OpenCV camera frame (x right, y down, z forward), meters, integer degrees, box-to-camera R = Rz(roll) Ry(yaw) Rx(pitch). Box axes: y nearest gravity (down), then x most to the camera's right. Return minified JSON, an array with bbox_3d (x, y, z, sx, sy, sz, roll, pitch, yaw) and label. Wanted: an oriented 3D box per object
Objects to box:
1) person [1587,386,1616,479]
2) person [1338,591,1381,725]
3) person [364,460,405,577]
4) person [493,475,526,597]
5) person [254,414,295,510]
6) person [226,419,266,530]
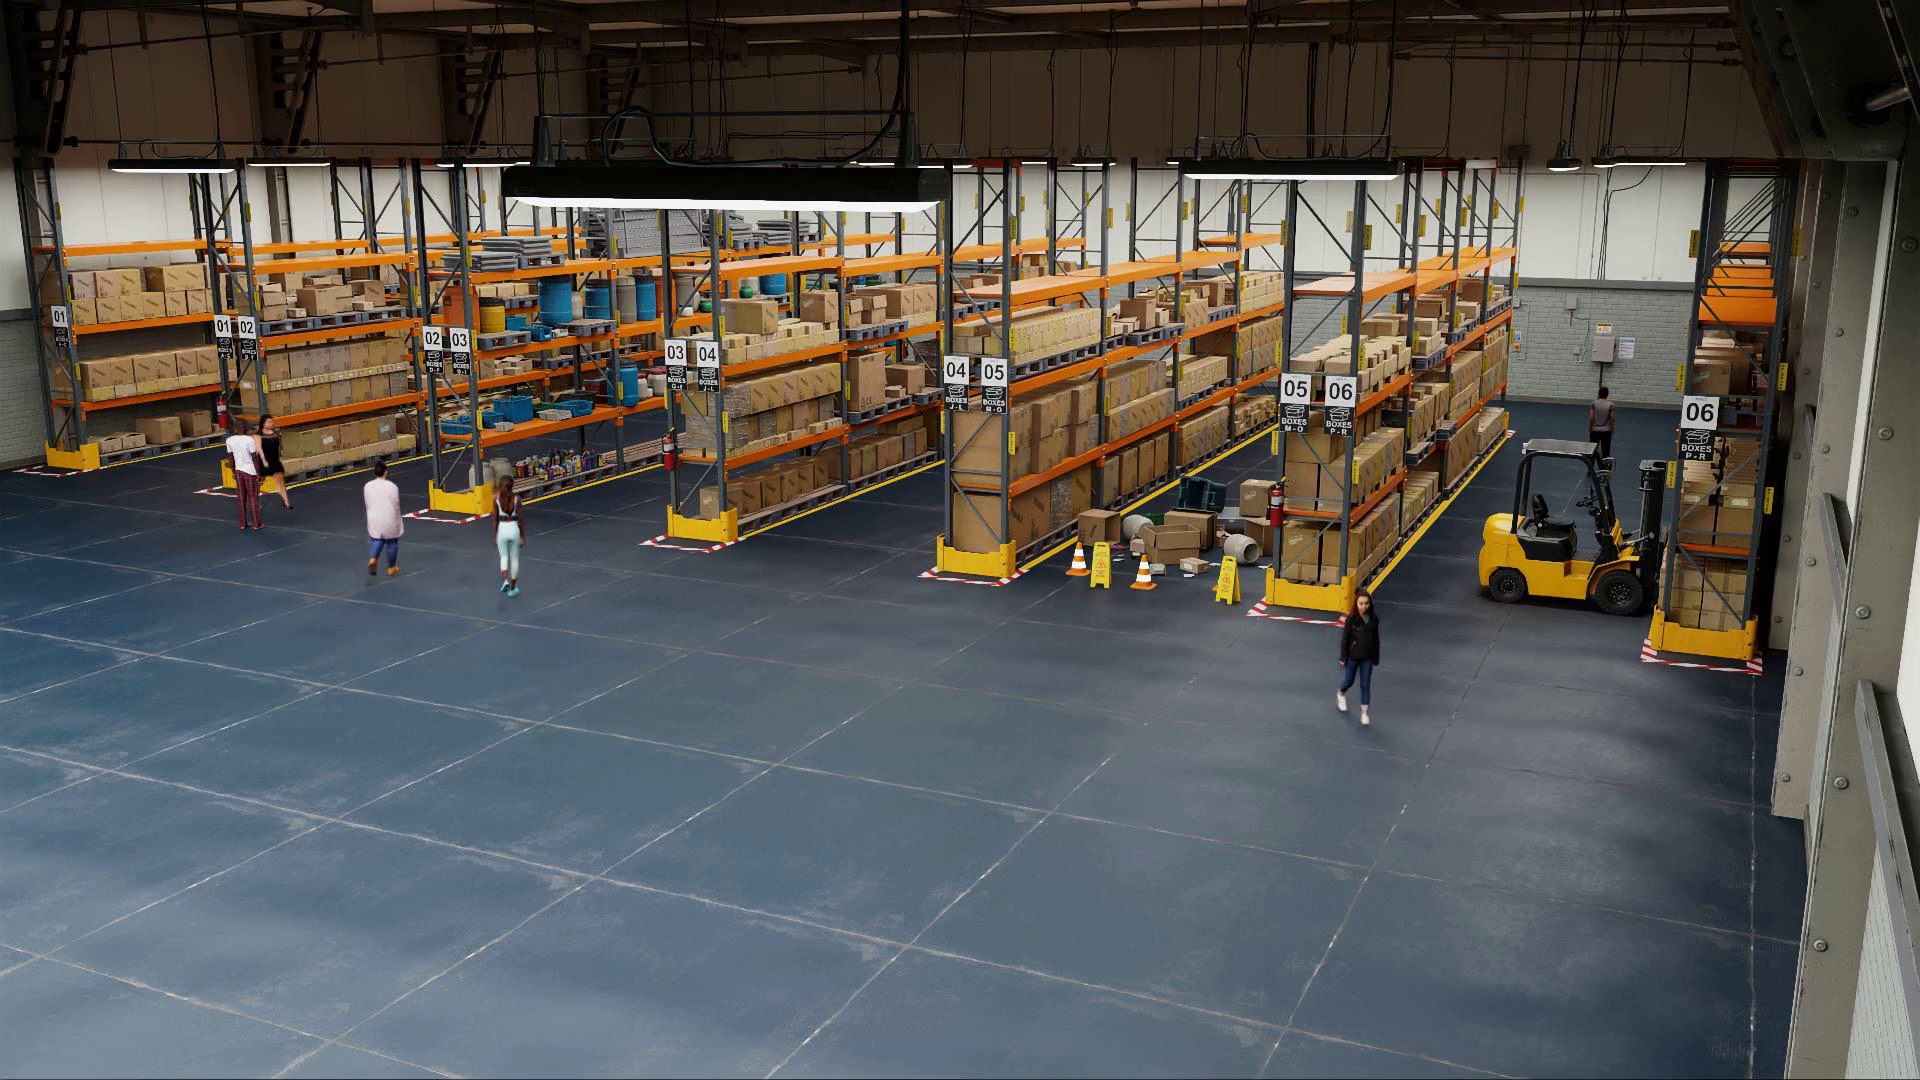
[{"bbox_3d":[12.263,-2.069,31.810,0.603,1.755,0.537,6,15,26],"label":"person"},{"bbox_3d":[4.336,1.244,18.170,0.876,1.453,1.062,-1,13,-5],"label":"person"},{"bbox_3d":[-8.423,-0.286,24.168,0.847,1.728,0.983,1,13,5],"label":"person"},{"bbox_3d":[-6.295,-0.036,23.124,0.740,1.712,0.821,-1,13,-4],"label":"person"},{"bbox_3d":[-12.015,-1.298,28.677,0.689,1.666,0.996,6,14,23],"label":"person"},{"bbox_3d":[-11.786,-1.095,27.429,0.716,1.833,0.640,2,13,8],"label":"person"}]
